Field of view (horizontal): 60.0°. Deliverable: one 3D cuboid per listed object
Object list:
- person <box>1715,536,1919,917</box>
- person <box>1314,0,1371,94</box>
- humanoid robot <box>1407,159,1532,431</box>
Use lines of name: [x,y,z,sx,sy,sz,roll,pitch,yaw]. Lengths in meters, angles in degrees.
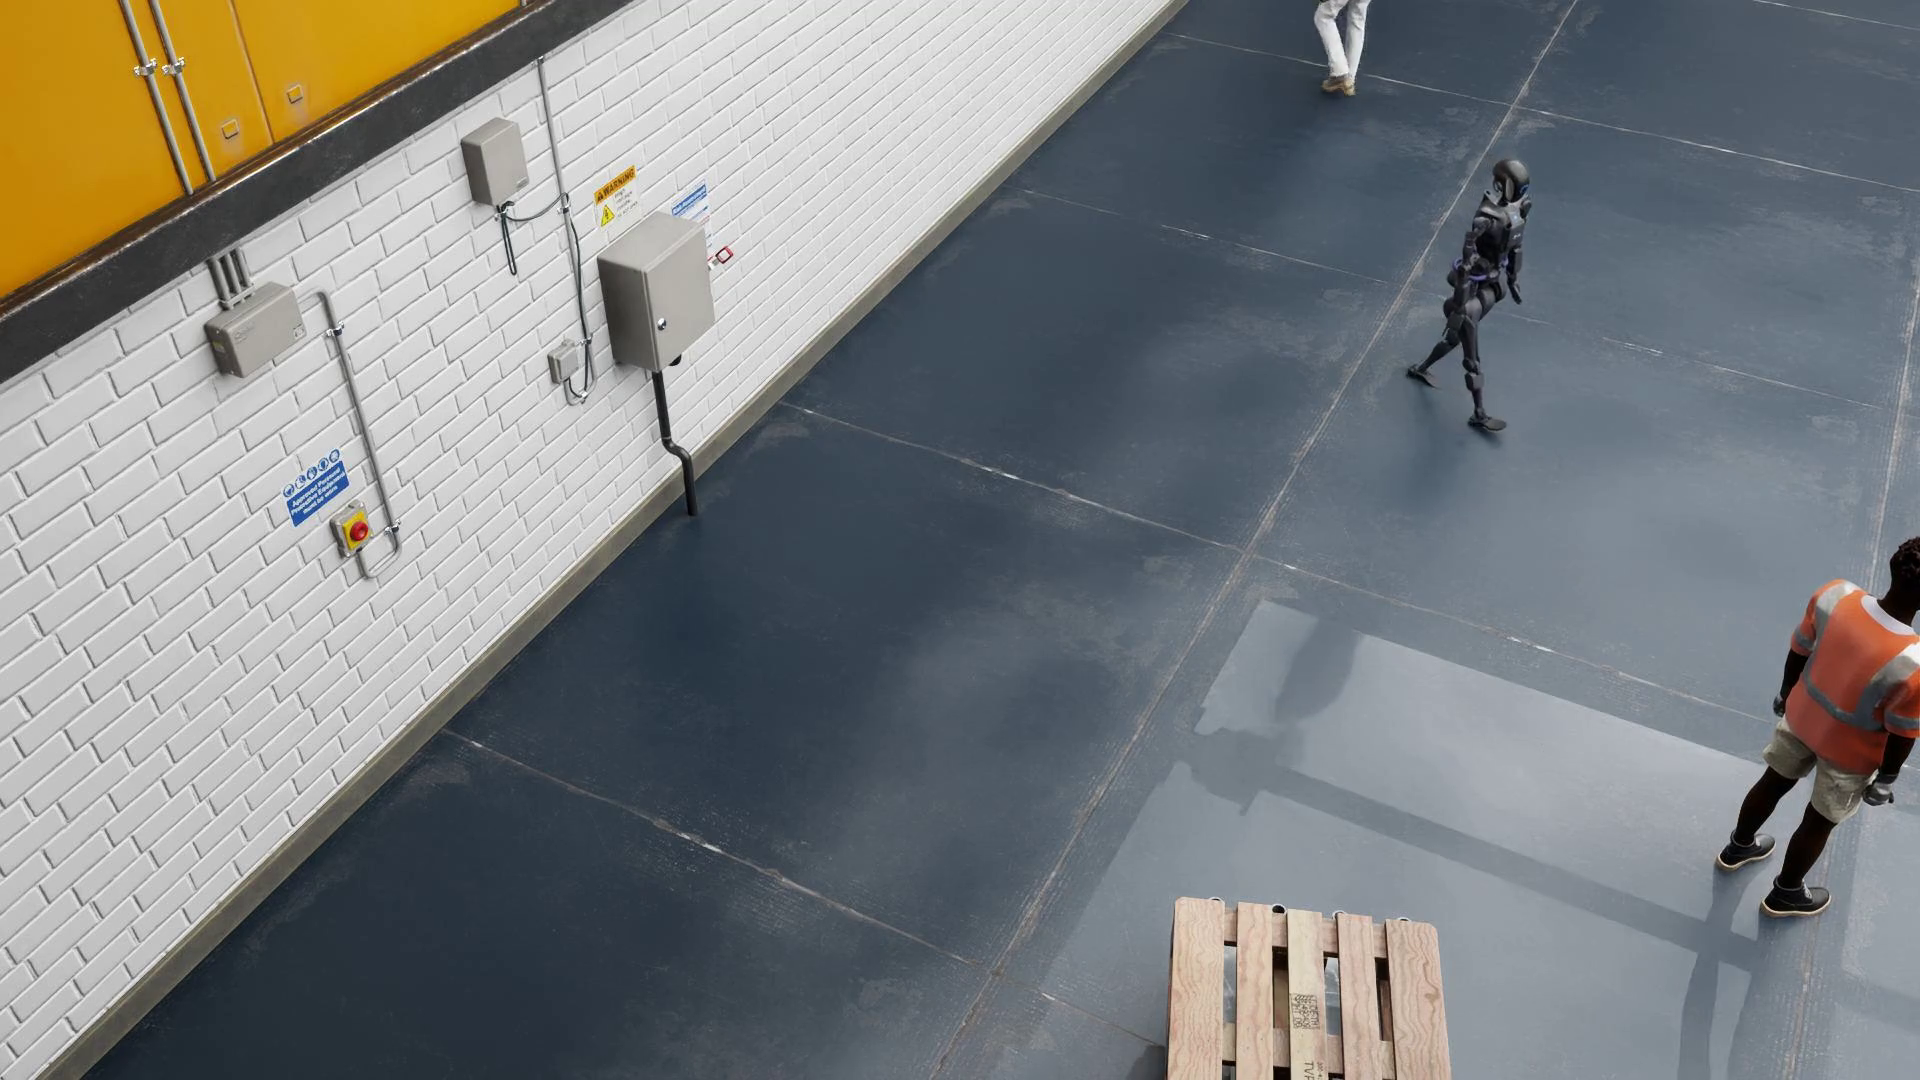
person: [3.523,0.758,6.661,0.361,1.964,0.612,-15,43,-16]
person: [2.969,-4.254,12.535,0.615,1.873,0.413,-22,45,-23]
humanoid robot: [2.986,-1.432,9.460,0.590,1.625,0.788,-30,49,-30]
